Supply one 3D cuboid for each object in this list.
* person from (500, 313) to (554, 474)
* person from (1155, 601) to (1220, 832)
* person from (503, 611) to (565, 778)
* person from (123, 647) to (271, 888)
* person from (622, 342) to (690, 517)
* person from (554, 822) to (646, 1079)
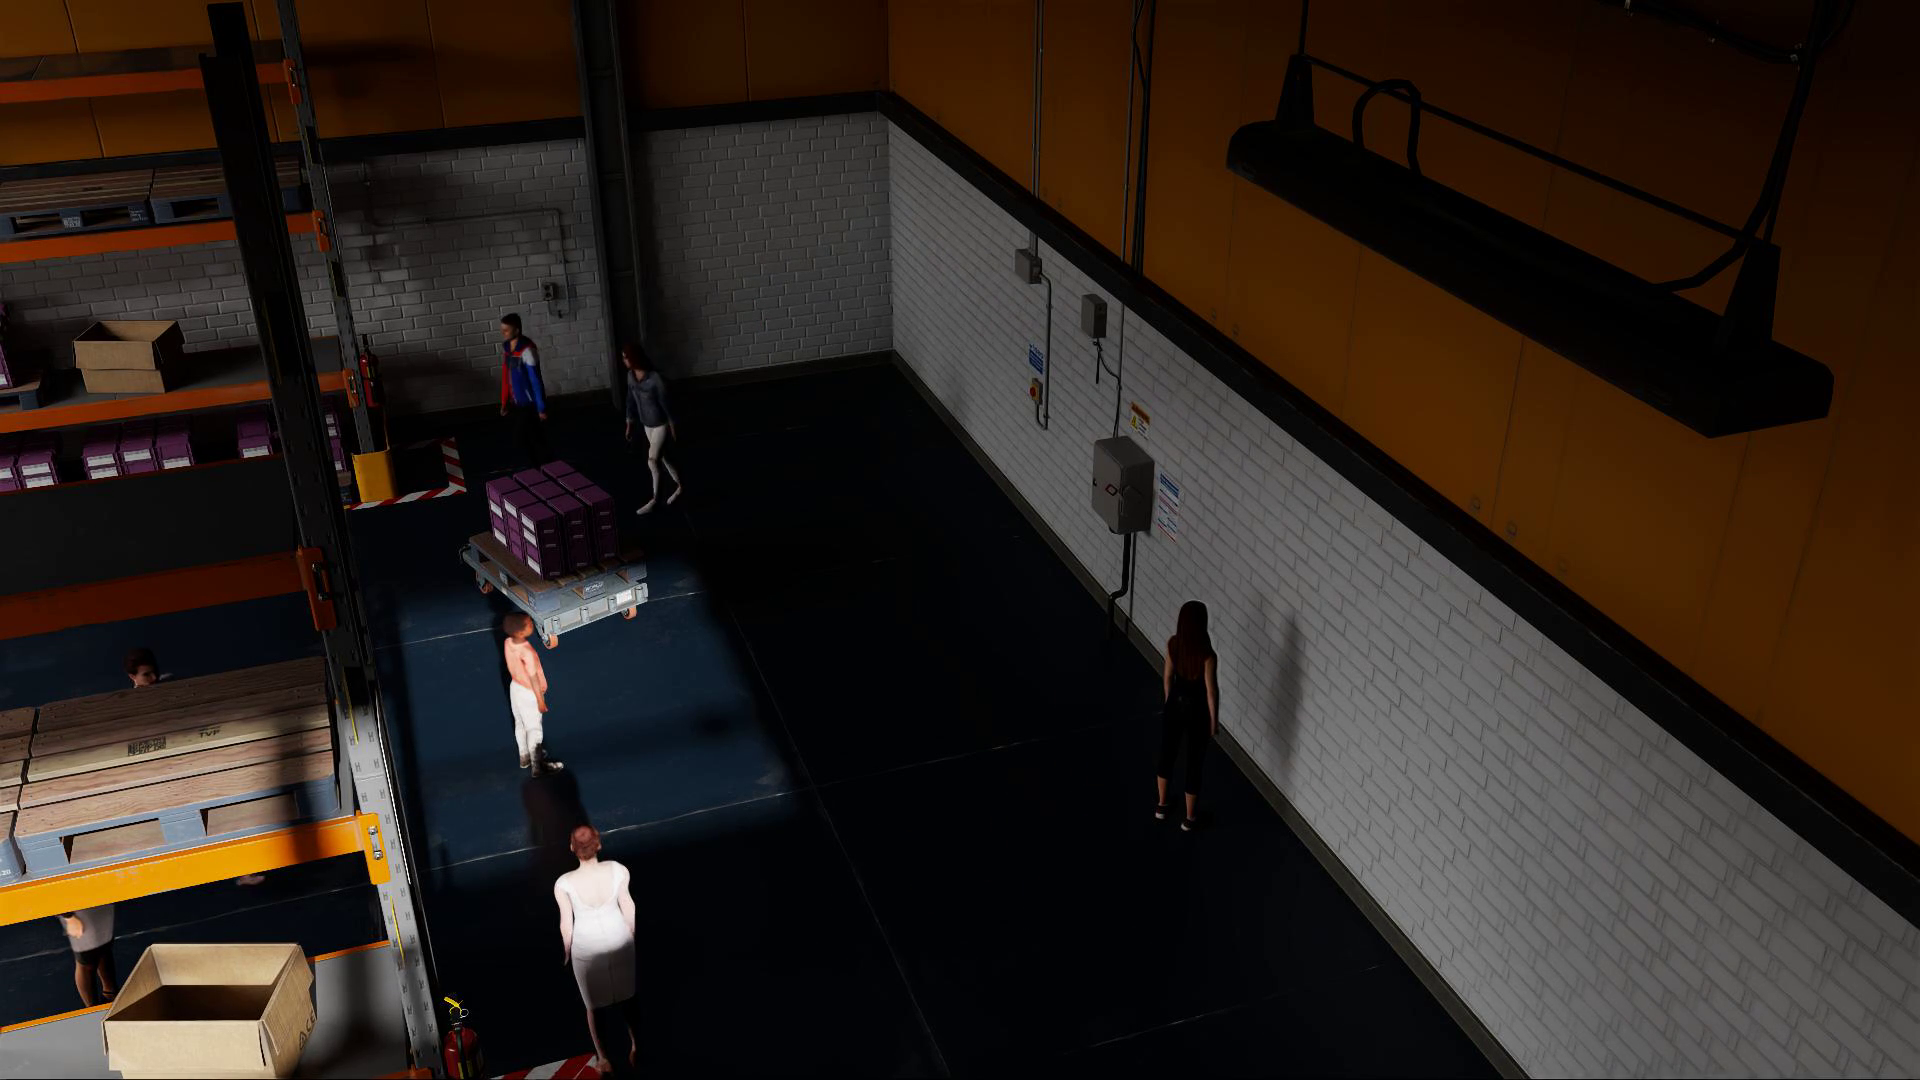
[{"bbox_3d":[-4.024,-1.348,15.787,0.778,1.741,0.740,-21,35,-33],"label":"person"},{"bbox_3d":[1.524,1.168,11.191,0.645,1.726,0.651,24,37,37],"label":"person"},{"bbox_3d":[-3.081,1.077,11.793,0.560,1.309,0.554,-23,36,-36],"label":"person"},{"bbox_3d":[-5.101,1.453,10.581,1.187,1.810,1.161,15,32,25],"label":"person"},{"bbox_3d":[-2.721,-1.064,15.353,0.873,1.658,0.996,17,33,29],"label":"person"},{"bbox_3d":[-1.964,2.260,9.119,0.426,1.792,0.633,-11,30,-19],"label":"person"}]
